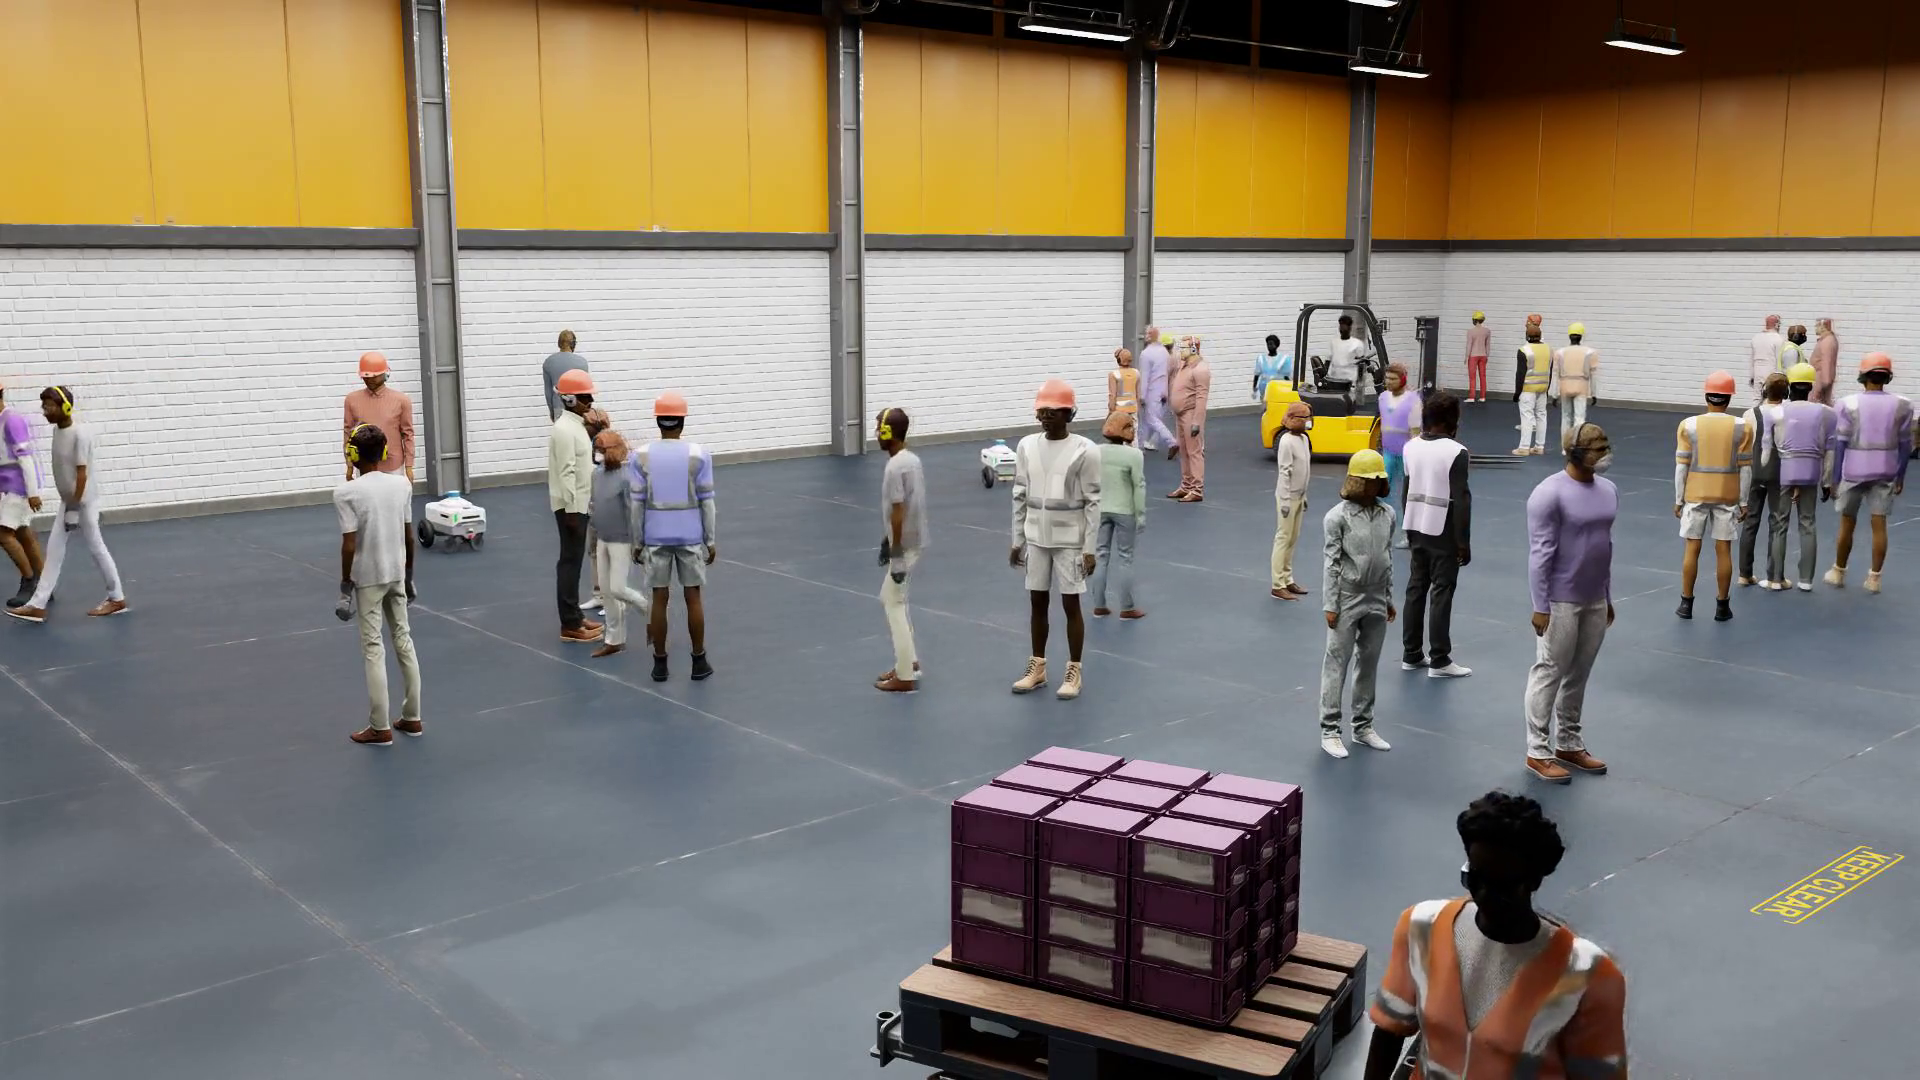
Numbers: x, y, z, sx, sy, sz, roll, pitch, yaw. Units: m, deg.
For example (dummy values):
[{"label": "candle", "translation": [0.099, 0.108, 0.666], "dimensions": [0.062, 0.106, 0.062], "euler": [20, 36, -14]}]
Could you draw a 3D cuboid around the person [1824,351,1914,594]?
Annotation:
[{"label": "person", "translation": [7.624, -0.570, 13.992], "dimensions": [0.616, 2.045, 0.496], "euler": [3, 10, 16]}]

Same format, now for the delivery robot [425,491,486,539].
[{"label": "delivery robot", "translation": [-4.857, -0.231, 16.010], "dimensions": [0.477, 0.478, 0.707], "euler": [-8, 13, -40]}]

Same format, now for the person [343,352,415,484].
[{"label": "person", "translation": [-5.104, -0.660, 14.614], "dimensions": [0.611, 1.985, 0.393], "euler": [-1, 10, -4]}]

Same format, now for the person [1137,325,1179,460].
[{"label": "person", "translation": [2.692, -2.050, 23.101], "dimensions": [0.914, 1.868, 0.657], "euler": [6, 11, 31]}]

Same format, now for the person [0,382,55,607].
[{"label": "person", "translation": [-7.613, -0.399, 13.341], "dimensions": [0.529, 1.892, 0.579], "euler": [-9, 13, -43]}]

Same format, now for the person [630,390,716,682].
[{"label": "person", "translation": [-1.898, -0.026, 11.045], "dimensions": [0.551, 1.932, 0.378], "euler": [-1, 10, -5]}]

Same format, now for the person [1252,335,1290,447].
[{"label": "person", "translation": [4.661, -2.245, 24.840], "dimensions": [0.538, 1.662, 0.845], "euler": [5, 11, 27]}]

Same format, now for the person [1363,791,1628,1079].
[{"label": "person", "translation": [1.085, 1.377, 3.608], "dimensions": [0.696, 1.675, 0.544], "euler": [-9, 13, -43]}]

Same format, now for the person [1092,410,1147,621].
[{"label": "person", "translation": [1.219, -0.193, 12.906], "dimensions": [0.507, 1.631, 0.266], "euler": [7, 12, 36]}]

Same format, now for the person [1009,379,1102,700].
[{"label": "person", "translation": [0.591, -0.001, 10.599], "dimensions": [0.623, 2.040, 0.393], "euler": [6, 11, 30]}]

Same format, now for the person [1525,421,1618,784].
[{"label": "person", "translation": [3.303, 0.328, 8.964], "dimensions": [0.636, 1.939, 0.363], "euler": [-6, 12, -33]}]

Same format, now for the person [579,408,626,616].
[{"label": "person", "translation": [-2.828, -0.226, 13.085], "dimensions": [0.311, 1.638, 0.522], "euler": [-8, 13, -39]}]

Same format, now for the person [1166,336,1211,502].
[{"label": "person", "translation": [2.624, -1.391, 19.119], "dimensions": [0.410, 1.909, 0.642], "euler": [-2, 10, -13]}]

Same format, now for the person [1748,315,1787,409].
[{"label": "person", "translation": [12.629, -2.559, 25.967], "dimensions": [0.402, 1.908, 0.686], "euler": [-4, 10, -21]}]

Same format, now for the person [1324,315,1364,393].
[{"label": "person", "translation": [5.973, -2.532, 25.795], "dimensions": [1.023, 1.921, 0.616], "euler": [-10, 14, -44]}]

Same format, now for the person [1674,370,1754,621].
[{"label": "person", "translation": [5.811, -0.338, 12.864], "dimensions": [0.545, 1.938, 0.356], "euler": [4, 11, 23]}]

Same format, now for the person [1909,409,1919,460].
[{"label": "person", "translation": [13.533, -2.016, 22.880], "dimensions": [0.903, 1.888, 0.605], "euler": [-1, 10, -4]}]

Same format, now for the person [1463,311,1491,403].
[{"label": "person", "translation": [9.924, -3.513, 31.958], "dimensions": [0.534, 1.766, 0.319], "euler": [-3, 10, -18]}]

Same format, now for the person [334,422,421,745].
[{"label": "person", "translation": [-3.374, 0.254, 9.598], "dimensions": [0.335, 1.873, 0.521], "euler": [7, 12, 36]}]

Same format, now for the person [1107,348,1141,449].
[{"label": "person", "translation": [2.096, -1.629, 21.293], "dimensions": [0.515, 1.642, 0.314], "euler": [-7, 12, -34]}]

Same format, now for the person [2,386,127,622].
[{"label": "person", "translation": [-6.882, -0.259, 12.727], "dimensions": [0.519, 1.821, 0.948], "euler": [7, 12, 35]}]

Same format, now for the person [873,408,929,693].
[{"label": "person", "translation": [-0.402, 0.062, 10.828], "dimensions": [0.400, 1.839, 0.529], "euler": [2, 10, 14]}]

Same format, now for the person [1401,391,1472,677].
[{"label": "person", "translation": [3.190, -0.039, 11.165], "dimensions": [0.392, 1.921, 0.593], "euler": [-5, 11, -27]}]

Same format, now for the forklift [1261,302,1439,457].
[{"label": "forklift", "translation": [5.320, -2.157, 22.763], "dimensions": [2.313, 2.155, 1.214], "euler": [3, 10, 16]}]

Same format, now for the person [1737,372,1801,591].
[{"label": "person", "translation": [6.842, -0.495, 14.048], "dimensions": [0.335, 1.846, 0.513], "euler": [-9, 13, -41]}]

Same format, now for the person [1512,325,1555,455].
[{"label": "person", "translation": [8.096, -2.114, 23.560], "dimensions": [0.621, 1.840, 0.430], "euler": [-4, 10, -22]}]

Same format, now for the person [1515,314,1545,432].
[{"label": "person", "translation": [9.204, -2.679, 26.743], "dimensions": [0.358, 1.880, 0.572], "euler": [1, 10, 5]}]

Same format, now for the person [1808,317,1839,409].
[{"label": "person", "translation": [13.609, -2.556, 26.050], "dimensions": [0.772, 1.879, 0.630], "euler": [7, 12, 37]}]

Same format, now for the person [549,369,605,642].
[{"label": "person", "translation": [-2.815, -0.257, 12.222], "dimensions": [0.393, 1.995, 0.612], "euler": [-1, 10, -6]}]

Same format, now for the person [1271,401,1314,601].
[{"label": "person", "translation": [2.750, -0.330, 13.709], "dimensions": [0.279, 1.632, 0.502], "euler": [6, 11, 30]}]

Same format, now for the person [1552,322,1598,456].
[{"label": "person", "translation": [8.536, -2.075, 23.149], "dimensions": [0.593, 1.908, 0.813], "euler": [5, 11, 27]}]

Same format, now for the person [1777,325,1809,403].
[{"label": "person", "translation": [11.846, -2.136, 23.670], "dimensions": [0.429, 1.845, 0.621], "euler": [4, 10, 21]}]

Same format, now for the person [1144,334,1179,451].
[{"label": "person", "translation": [3.047, -2.109, 23.924], "dimensions": [0.942, 1.702, 0.537], "euler": [2, 10, 9]}]

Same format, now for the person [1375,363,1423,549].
[{"label": "person", "translation": [4.105, -0.775, 15.811], "dimensions": [0.903, 1.796, 0.584], "euler": [-5, 11, -27]}]

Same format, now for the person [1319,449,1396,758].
[{"label": "person", "translation": [2.268, 0.352, 9.391], "dimensions": [0.493, 1.743, 0.298], "euler": [-5, 11, -27]}]

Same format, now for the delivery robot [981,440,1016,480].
[{"label": "delivery robot", "translation": [0.497, -0.985, 20.423], "dimensions": [0.477, 0.478, 0.707], "euler": [-2, 10, -13]}]

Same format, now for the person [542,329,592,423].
[{"label": "person", "translation": [-4.701, -1.560, 20.024], "dimensions": [0.630, 1.938, 0.373], "euler": [3, 10, 19]}]

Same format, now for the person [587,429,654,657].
[{"label": "person", "translation": [-2.390, 0.018, 11.715], "dimensions": [0.508, 1.623, 0.453], "euler": [9, 13, 43]}]

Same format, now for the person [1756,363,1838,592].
[{"label": "person", "translation": [7.007, -0.522, 13.974], "dimensions": [0.594, 1.924, 0.381], "euler": [2, 10, 10]}]
